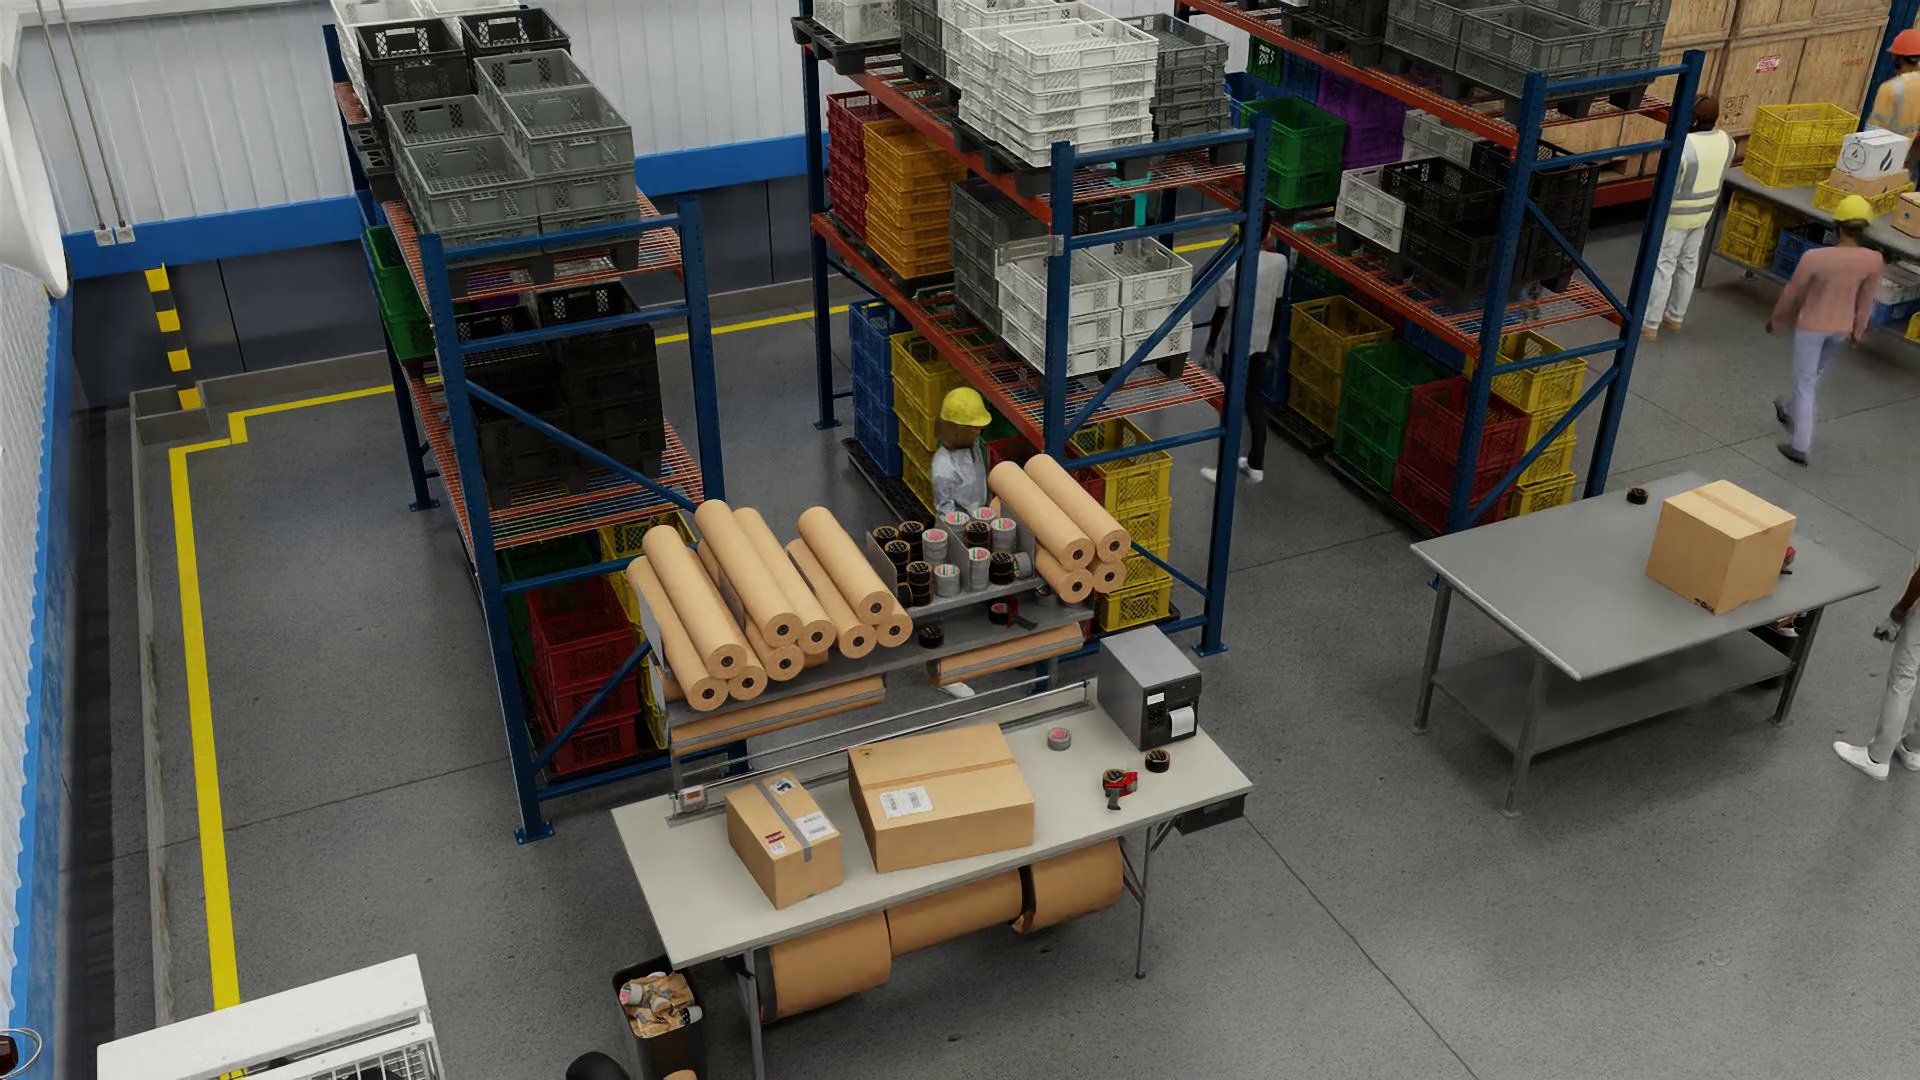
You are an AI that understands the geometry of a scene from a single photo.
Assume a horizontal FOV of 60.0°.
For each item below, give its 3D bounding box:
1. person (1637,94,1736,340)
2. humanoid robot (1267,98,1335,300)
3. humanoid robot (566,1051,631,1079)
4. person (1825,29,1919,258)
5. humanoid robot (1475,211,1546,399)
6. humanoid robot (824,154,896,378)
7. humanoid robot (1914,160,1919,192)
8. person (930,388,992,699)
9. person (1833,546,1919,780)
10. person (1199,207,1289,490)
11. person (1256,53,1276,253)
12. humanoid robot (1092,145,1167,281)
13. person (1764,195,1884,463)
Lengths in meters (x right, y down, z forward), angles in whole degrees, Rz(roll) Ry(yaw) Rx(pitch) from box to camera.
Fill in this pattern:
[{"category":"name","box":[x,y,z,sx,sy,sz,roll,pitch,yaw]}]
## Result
[{"category":"person","box":[5.330,-2.388,12.348,0.622,1.844,0.431,-14,34,-22]},{"category":"humanoid robot","box":[2.543,-2.550,12.721,0.875,1.791,0.541,-11,33,-17]},{"category":"humanoid robot","box":[-1.005,2.180,5.073,0.315,1.657,0.599,19,37,28]},{"category":"person","box":[7.563,-3.160,13.535,0.540,1.918,0.555,-16,35,-24]},{"category":"humanoid robot","box":[3.672,-1.548,11.143,0.600,1.644,0.556,-14,34,-22]},{"category":"humanoid robot","box":[-0.549,-1.999,11.859,0.539,1.820,0.745,25,40,35]},{"category":"humanoid robot","box":[8.149,-3.207,13.822,0.315,1.657,0.599,10,33,16]},{"category":"person","box":[0.016,0.003,8.558,0.303,1.742,0.493,10,33,16]},{"category":"person","box":[4.628,0.323,7.918,0.515,1.873,0.330,-8,33,-13]},{"category":"person","box":[1.780,-1.197,10.399,0.511,1.865,0.337,-14,34,-22]},{"category":"person","box":[2.545,-3.012,13.339,0.564,1.871,0.628,-23,38,-32]},{"category":"humanoid robot","box":[1.080,-2.057,12.009,0.550,1.892,0.787,-8,33,-13]},{"category":"person","box":[5.591,-1.427,10.891,0.540,1.727,0.869,0,32,0]}]
